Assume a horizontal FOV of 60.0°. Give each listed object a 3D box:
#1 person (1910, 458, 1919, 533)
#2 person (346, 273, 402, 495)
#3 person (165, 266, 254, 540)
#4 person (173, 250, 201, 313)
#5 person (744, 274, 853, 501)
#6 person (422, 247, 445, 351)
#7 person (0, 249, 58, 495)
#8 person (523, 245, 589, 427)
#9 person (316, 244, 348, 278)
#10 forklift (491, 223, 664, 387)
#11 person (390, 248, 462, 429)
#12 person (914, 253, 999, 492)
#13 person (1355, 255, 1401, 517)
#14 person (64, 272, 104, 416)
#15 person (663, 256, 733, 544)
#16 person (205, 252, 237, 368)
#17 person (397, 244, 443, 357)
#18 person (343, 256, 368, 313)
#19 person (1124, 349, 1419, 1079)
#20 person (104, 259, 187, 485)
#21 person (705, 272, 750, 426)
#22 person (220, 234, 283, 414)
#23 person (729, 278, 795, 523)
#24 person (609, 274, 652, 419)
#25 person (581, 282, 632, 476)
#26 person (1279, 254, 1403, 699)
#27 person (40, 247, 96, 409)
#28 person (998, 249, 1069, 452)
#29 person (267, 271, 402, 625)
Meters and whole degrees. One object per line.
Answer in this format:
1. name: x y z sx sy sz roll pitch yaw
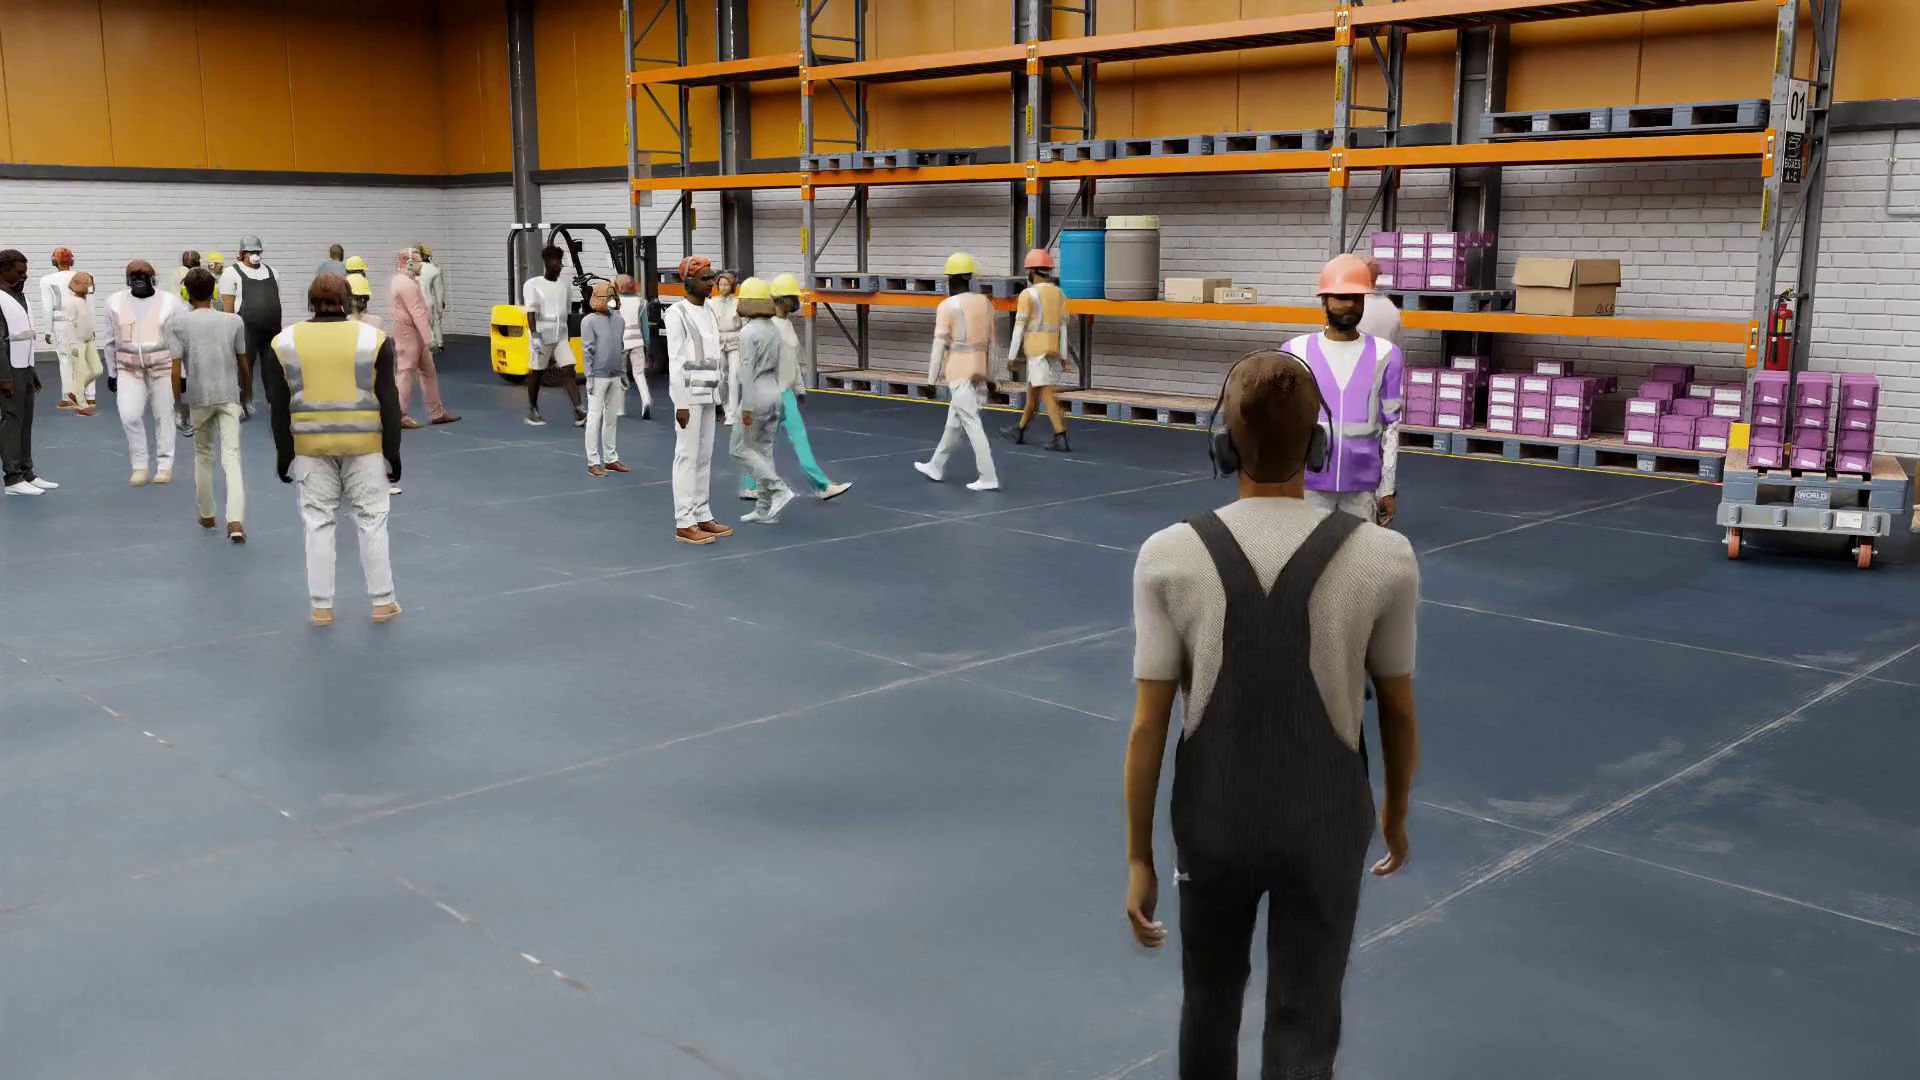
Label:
1. person: 6.746 -1.037 11.217 0.605 2.036 0.389 -6 12 -31
2. person: -4.785 -1.236 13.115 0.855 1.734 0.540 8 13 38
3. person: -5.015 -0.913 11.175 0.516 1.813 0.992 -5 12 -26
4. person: -11.286 -3.296 24.148 0.681 1.813 0.666 -5 11 -24
5. person: -1.254 -1.133 12.567 0.877 1.717 0.547 1 10 3
6. person: -9.261 -4.184 28.958 0.586 1.823 0.403 -3 11 -16
7. person: -7.422 -1.315 13.060 0.392 1.915 0.590 -2 11 -10
8. person: -4.290 -2.137 17.544 0.626 1.907 1.015 -10 14 -44
9. person: -9.810 -3.715 26.244 0.653 1.890 1.033 3 11 14
10. forklift: -5.316 -3.263 22.920 2.313 2.155 1.214 -10 14 -44
11. person: -5.621 -2.109 17.473 0.804 1.880 0.650 -4 11 -19
12. person: -0.031 -1.343 13.311 0.970 1.871 0.610 9 13 39
13. person: 2.773 -1.006 11.440 0.657 1.885 0.594 -8 13 -38
14. person: -9.869 -2.195 18.656 0.399 1.616 0.512 1 10 5
15. person: -1.736 -0.926 11.027 0.355 1.883 0.573 3 11 17
16. person: -11.359 -3.485 25.301 0.967 1.780 0.583 3 11 15
17. person: -8.026 -3.441 24.739 0.655 1.879 1.035 -3 11 -17
18. person: -7.263 -2.529 20.082 0.314 1.769 0.524 -4 11 -20
19. person: 0.601 0.545 3.191 0.517 1.808 0.871 3 11 14
20. person: -6.576 -1.343 13.450 0.661 1.823 0.596 -3 11 -14
21. person: -2.485 -2.040 17.776 0.536 1.623 0.388 1 10 7
22. person: -7.987 -2.456 18.935 0.539 2.000 0.688 8 13 38
23. person: -1.392 -0.959 11.610 0.415 1.729 0.502 4 11 23
24. person: -3.648 -2.137 18.408 0.537 1.609 0.793 -6 12 -31
25. person: -2.997 -1.366 14.100 0.285 1.633 0.501 6 12 31
26. person: 1.636 -0.264 7.255 0.548 1.942 0.348 1 10 7
27. person: -10.406 -2.469 19.441 0.355 1.882 0.575 9 14 40
28. person: 0.711 -1.794 15.749 0.567 1.881 0.978 -10 14 -43
29. person: -3.236 -0.464 8.666 0.657 1.838 0.429 -2 11 -11
